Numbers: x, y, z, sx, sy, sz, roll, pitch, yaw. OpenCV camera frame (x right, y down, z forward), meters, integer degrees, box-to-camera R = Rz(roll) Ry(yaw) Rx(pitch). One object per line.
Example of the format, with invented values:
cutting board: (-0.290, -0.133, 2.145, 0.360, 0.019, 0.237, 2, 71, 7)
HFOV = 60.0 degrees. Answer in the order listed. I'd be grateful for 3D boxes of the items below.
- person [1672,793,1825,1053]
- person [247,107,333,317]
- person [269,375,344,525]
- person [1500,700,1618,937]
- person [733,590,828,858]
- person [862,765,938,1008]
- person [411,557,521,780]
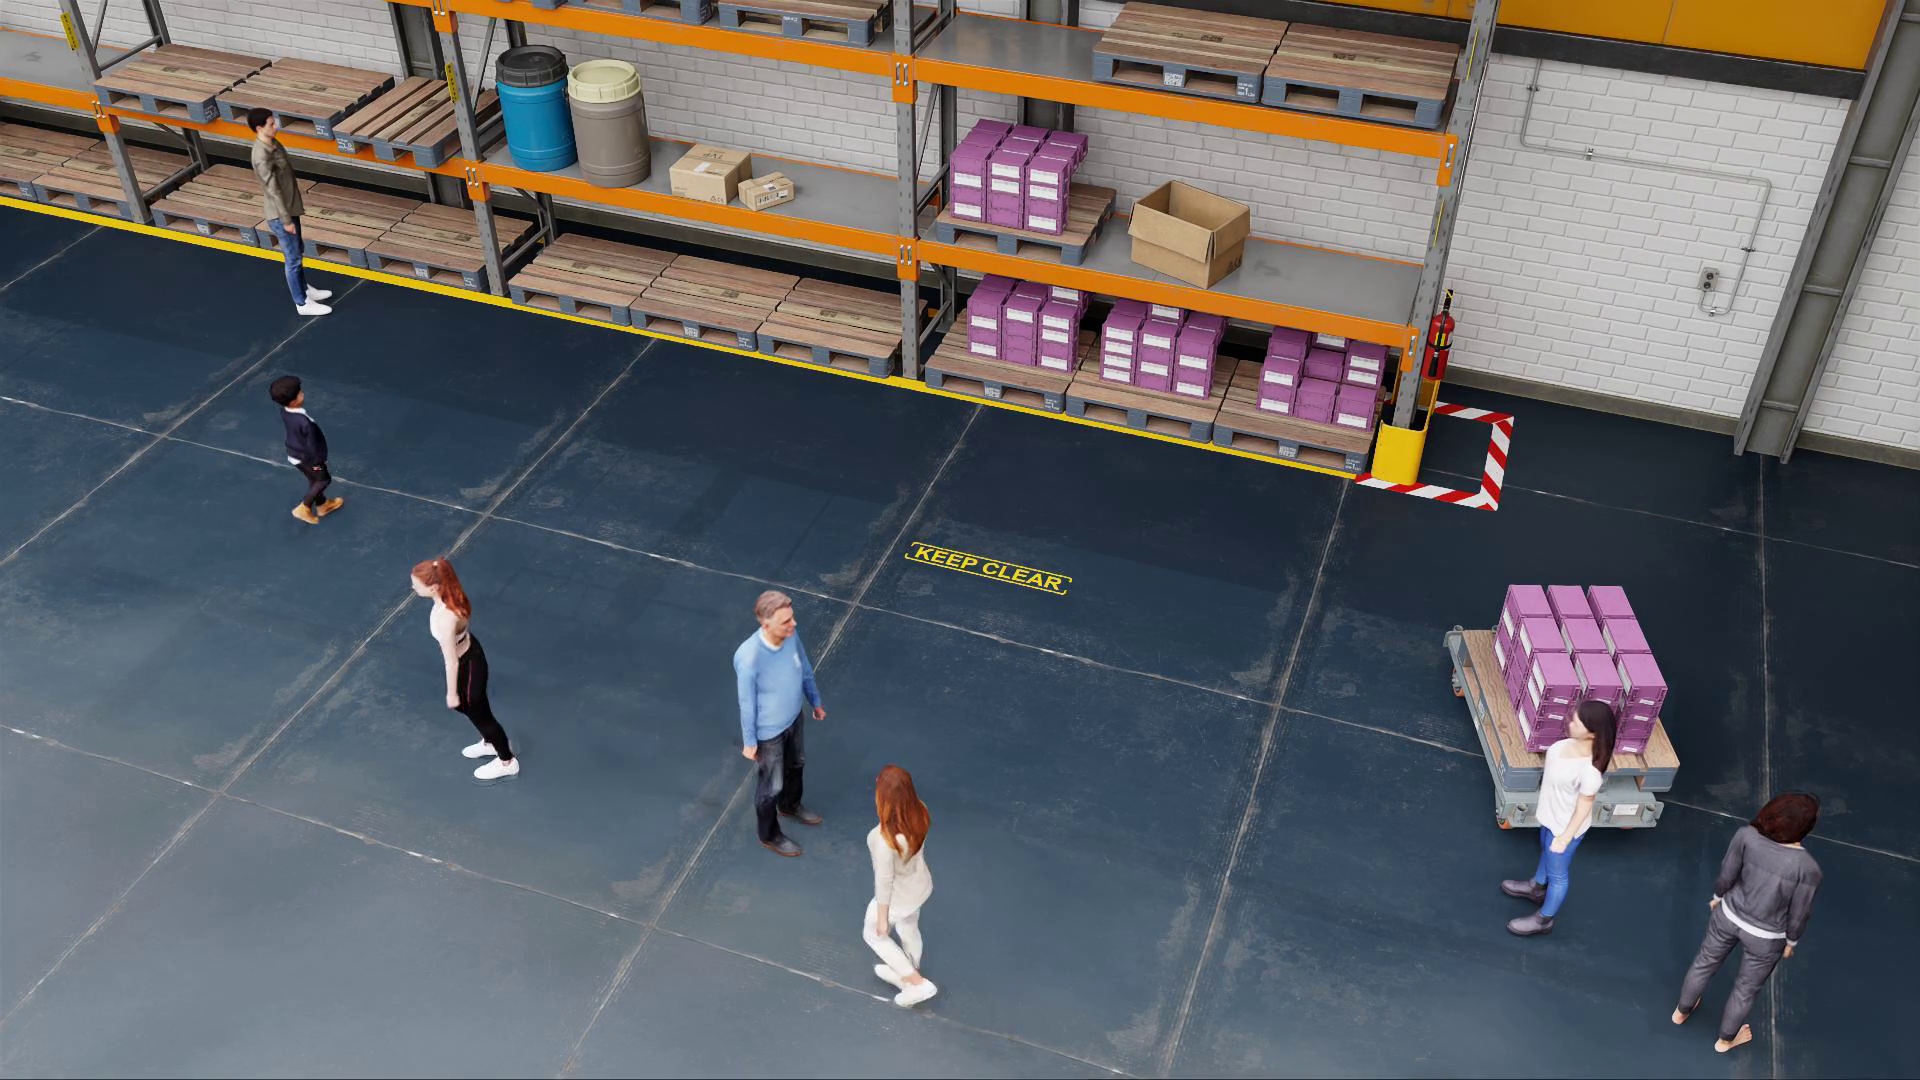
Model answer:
person: (4.010, 1.929, 8.418, 0.749, 1.767, 0.624, -28, 47, -31)
person: (-5.823, -2.824, 14.289, 0.802, 1.869, 0.793, -9, 39, -11)
person: (-4.801, -0.637, 12.071, 0.662, 1.218, 0.676, 28, 46, 30)
person: (3.281, 1.504, 9.018, 0.581, 1.683, 0.636, 6, 39, 7)
person: (-1.093, 0.993, 9.560, 0.692, 1.805, 0.754, 22, 43, 25)
person: (-0.238, 1.846, 8.575, 0.722, 1.702, 0.684, 21, 43, 24)
person: (-2.894, 0.753, 9.915, 0.742, 1.737, 0.712, -6, 39, -8)
